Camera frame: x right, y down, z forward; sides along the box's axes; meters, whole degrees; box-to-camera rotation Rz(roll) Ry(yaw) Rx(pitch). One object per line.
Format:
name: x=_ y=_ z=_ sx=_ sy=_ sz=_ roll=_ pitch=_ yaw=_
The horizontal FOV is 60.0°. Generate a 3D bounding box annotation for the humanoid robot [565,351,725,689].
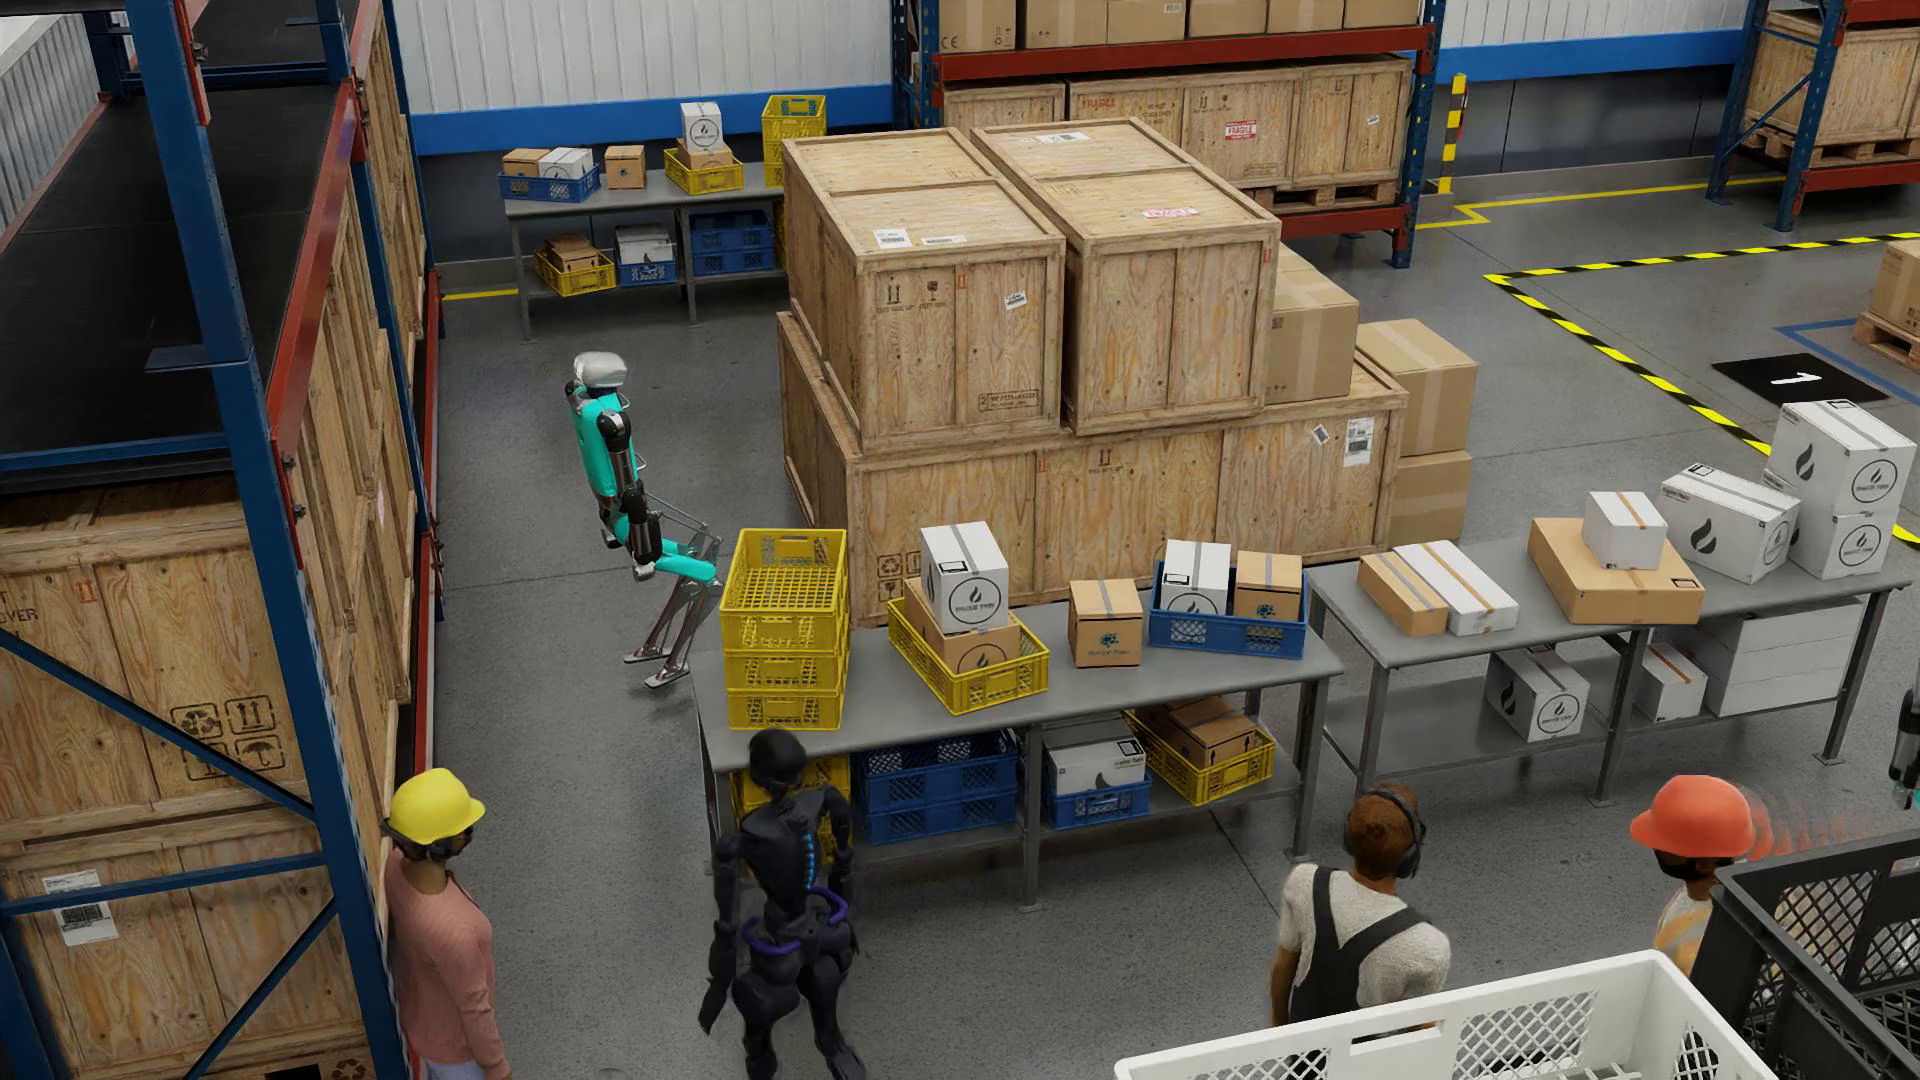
humanoid robot: x=-1.375 y=-0.121 z=7.674 sx=0.735 sy=1.677 sz=0.533 roll=-16 pitch=33 yaw=-27

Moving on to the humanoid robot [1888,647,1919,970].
humanoid robot: x=3.741 y=0.798 z=6.170 sx=0.558 sy=1.750 sz=1.044 roll=17 pitch=33 yaw=27

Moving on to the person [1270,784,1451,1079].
person: x=1.117 y=1.487 z=4.798 sx=0.338 sy=1.834 sz=0.506 roll=-24 pitch=37 yaw=-37

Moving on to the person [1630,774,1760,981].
person: x=2.019 y=1.475 z=4.780 sx=1.056 sy=1.866 sz=0.560 roll=12 pitch=31 yaw=20

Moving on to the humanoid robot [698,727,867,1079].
humanoid robot: x=-0.507 y=1.336 z=5.263 sx=0.686 sy=1.634 sz=0.609 roll=26 pitch=38 yaw=38

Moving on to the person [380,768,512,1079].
person: x=-1.484 y=1.433 z=4.974 sx=0.343 sy=1.761 sz=0.528 roll=-19 pitch=34 yaw=-30

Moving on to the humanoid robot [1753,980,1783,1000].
humanoid robot: x=1.663 y=1.878 z=4.171 sx=1.016 sy=1.708 sz=0.542 roll=-11 pitch=31 yaw=-19
